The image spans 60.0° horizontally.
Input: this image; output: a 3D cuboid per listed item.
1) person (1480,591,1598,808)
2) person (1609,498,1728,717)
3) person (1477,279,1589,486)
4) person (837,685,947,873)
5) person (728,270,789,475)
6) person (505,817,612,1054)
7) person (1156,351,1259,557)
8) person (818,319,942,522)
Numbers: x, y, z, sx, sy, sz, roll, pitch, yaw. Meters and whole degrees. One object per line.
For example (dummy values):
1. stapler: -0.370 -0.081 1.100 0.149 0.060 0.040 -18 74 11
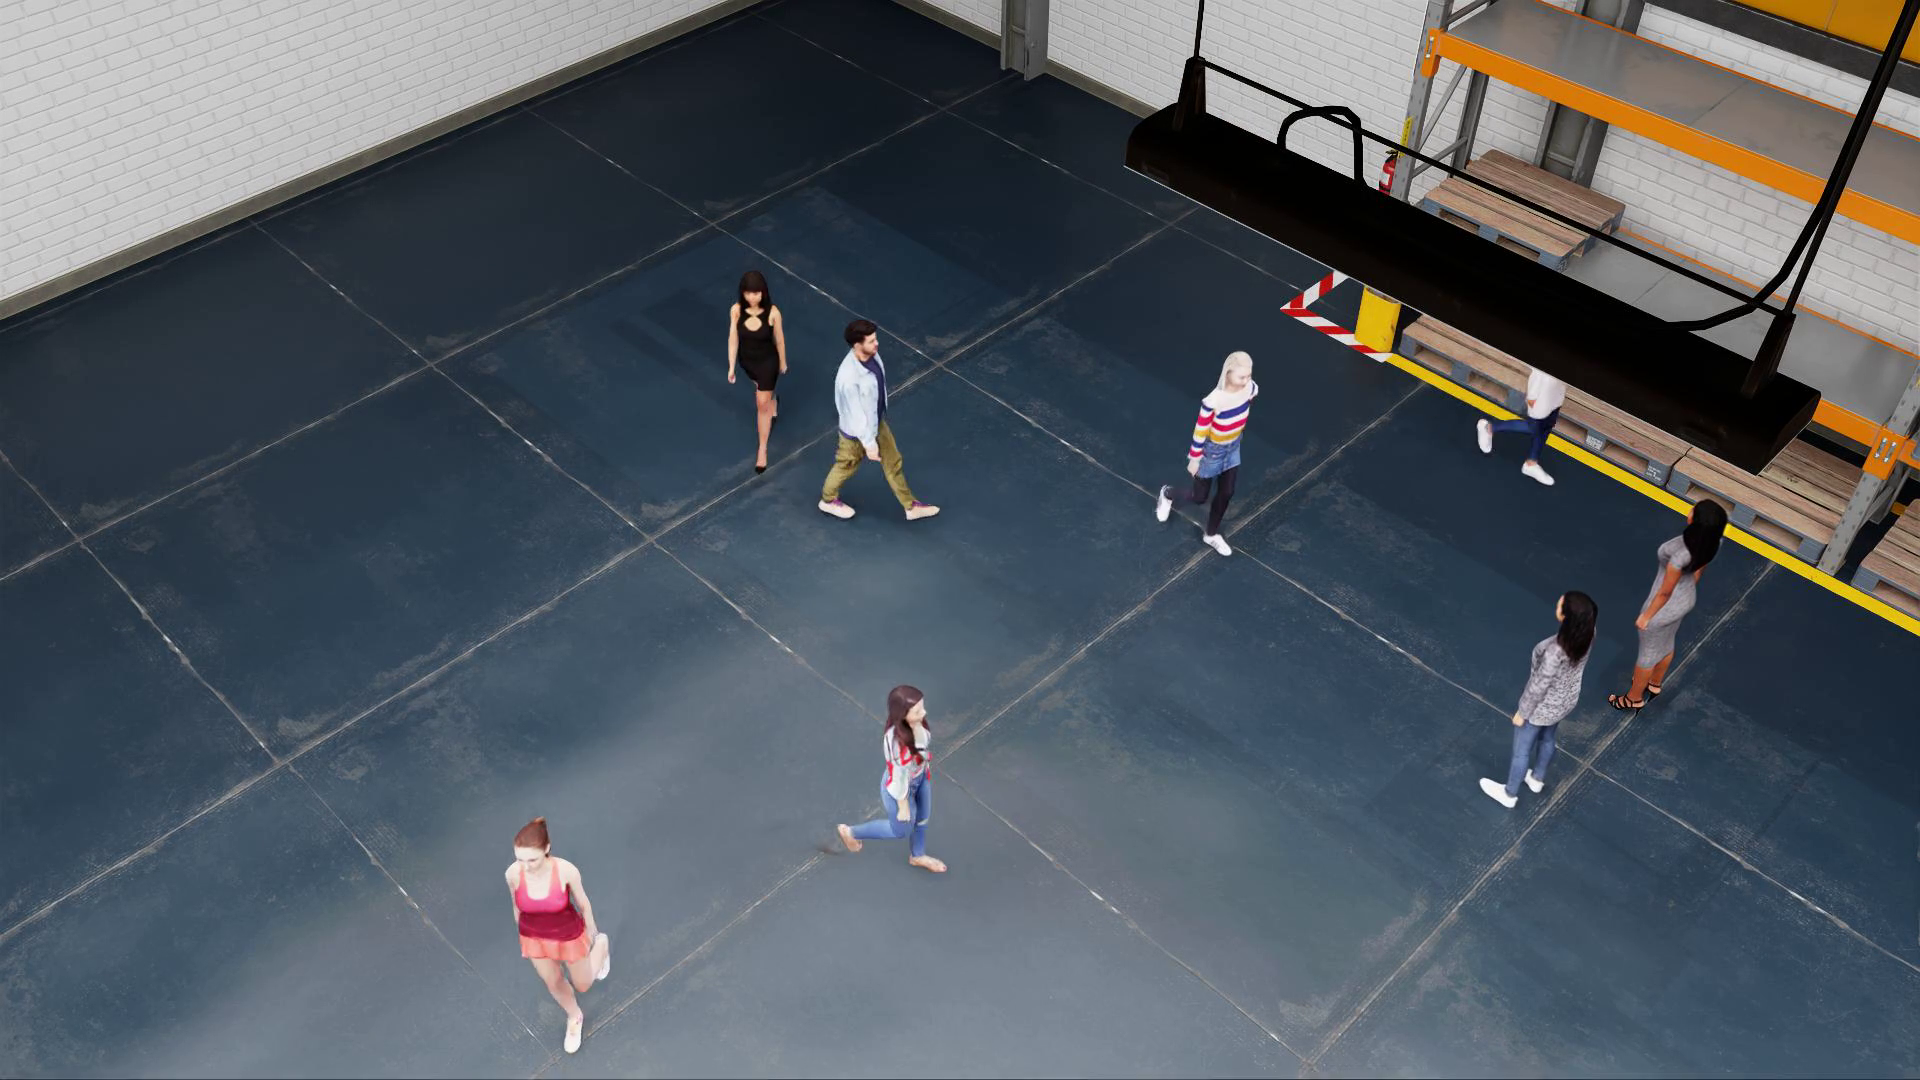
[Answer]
1. person: 3.563 0.968 10.055 0.645 1.731 0.575 -27 50 -25
2. person: 4.511 0.435 10.579 0.629 1.781 0.587 -25 49 -24
3. person: 4.283 -1.198 12.306 0.883 1.762 0.609 33 53 30
4. person: -0.399 1.398 9.702 1.004 1.597 0.863 10 45 11
5. person: -1.512 -1.388 12.620 1.053 1.605 0.986 8 44 8
6. person: -2.150 2.049 8.917 0.865 1.738 0.913 2 44 2
7. person: 1.764 -0.677 11.746 0.774 1.781 0.988 -23 48 -22
8. person: -0.785 -0.806 11.894 1.264 1.764 0.988 15 46 16
